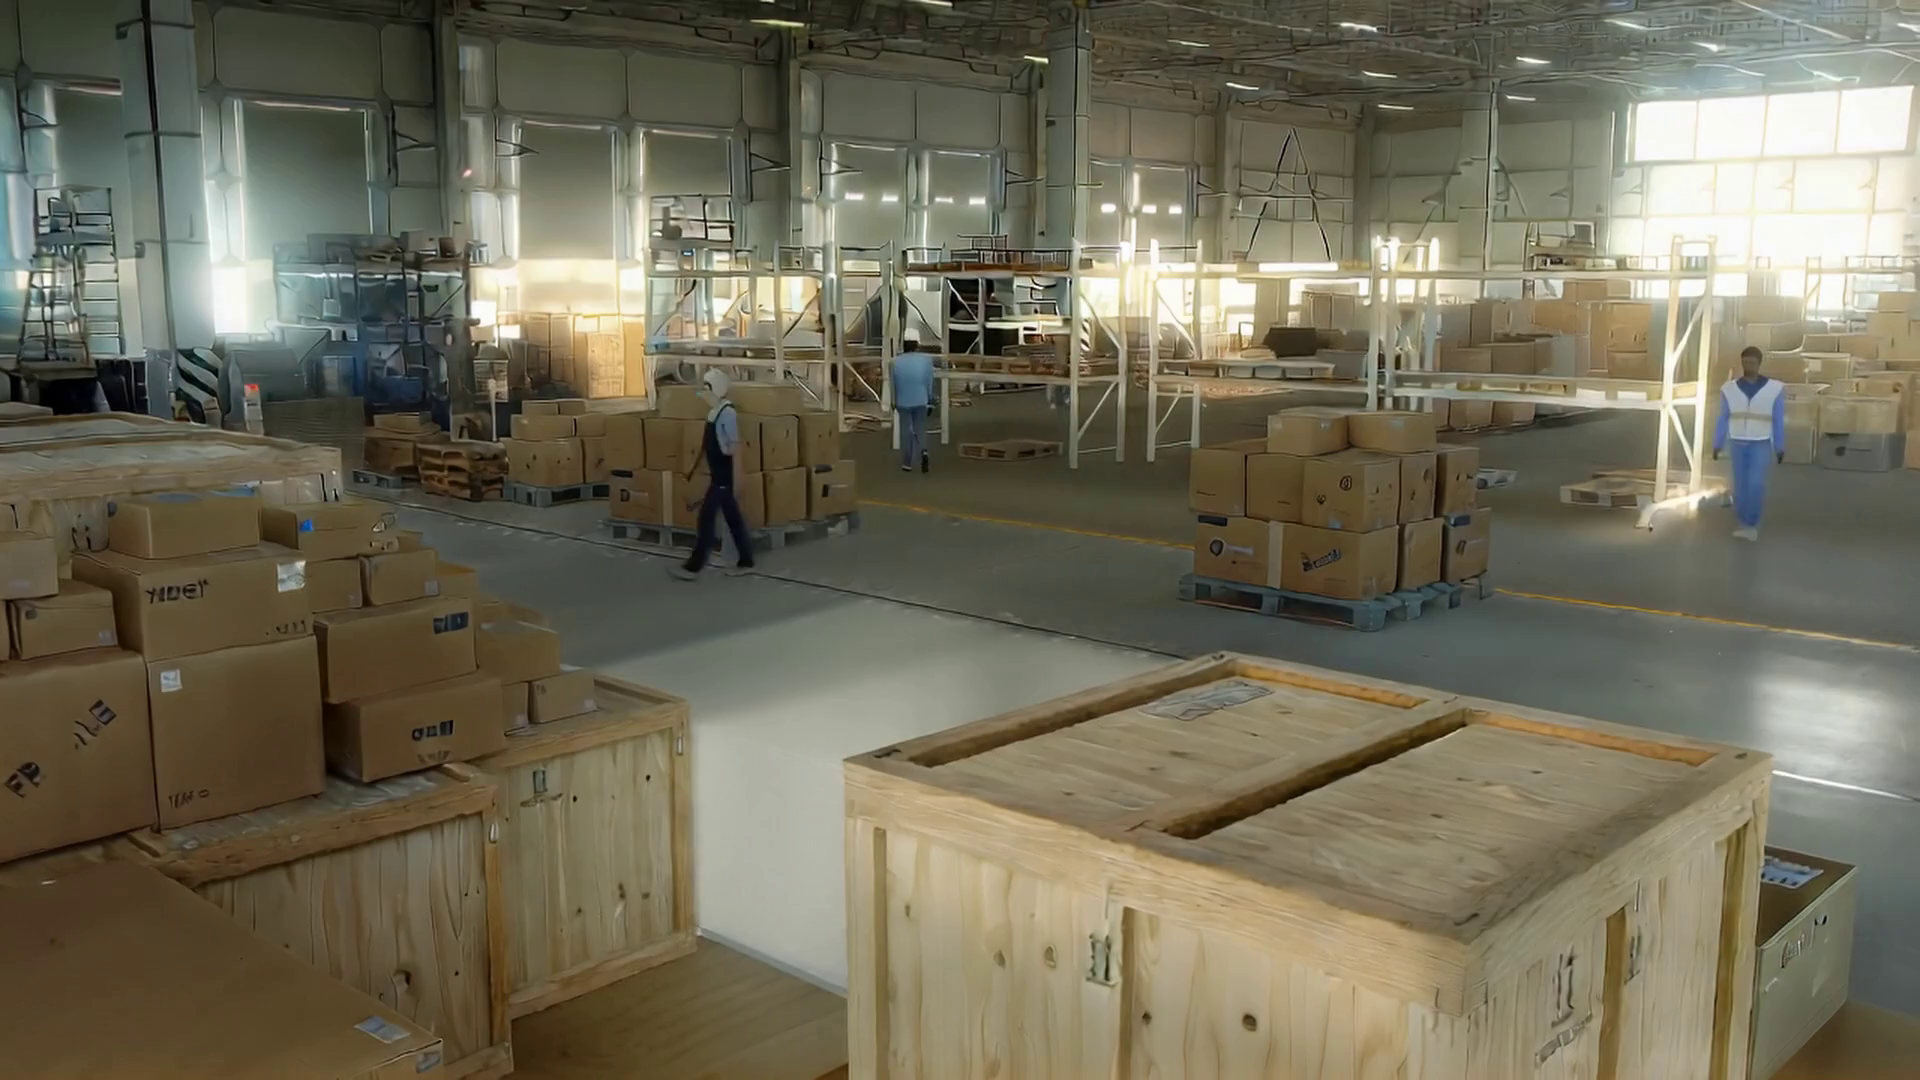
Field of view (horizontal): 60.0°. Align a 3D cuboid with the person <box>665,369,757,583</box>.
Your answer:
[{"bbox_3d":[-2.147,-0.540,14.131,0.903,1.804,0.511,-4,10,-21],"label":"person"}]

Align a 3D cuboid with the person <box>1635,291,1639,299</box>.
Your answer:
[{"bbox_3d":[22.811,-7.437,56.118,0.806,1.902,0.649,1,9,6],"label":"person"}]

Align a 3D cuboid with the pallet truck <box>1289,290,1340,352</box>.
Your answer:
[{"bbox_3d":[11.297,-6.951,52.861,1.885,1.965,0.823,-5,11,-29],"label":"pallet truck"}]

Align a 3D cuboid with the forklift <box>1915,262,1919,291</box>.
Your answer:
[{"bbox_3d":[22.912,-5.186,39.344,1.129,2.768,1.873,-5,10,-26],"label":"forklift"}]

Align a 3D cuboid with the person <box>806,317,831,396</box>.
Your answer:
[{"bbox_3d":[-2.990,-3.865,35.014,0.529,1.651,0.908,2,9,10],"label":"person"}]

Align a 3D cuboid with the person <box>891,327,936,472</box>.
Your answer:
[{"bbox_3d":[-0.593,-1.794,21.546,0.591,1.907,0.713,-3,10,-15],"label":"person"}]

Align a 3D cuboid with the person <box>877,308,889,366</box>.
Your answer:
[{"bbox_3d":[-2.042,-5.356,44.212,0.313,1.634,0.515,1,9,4],"label":"person"}]

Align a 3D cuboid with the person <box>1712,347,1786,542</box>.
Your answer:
[{"bbox_3d":[7.687,-0.932,16.256,0.639,1.890,0.739,7,12,38],"label":"person"}]

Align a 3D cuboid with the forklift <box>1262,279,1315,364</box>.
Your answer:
[{"bbox_3d":[8.557,-6.090,44.881,1.873,2.768,1.129,9,13,43],"label":"forklift"}]

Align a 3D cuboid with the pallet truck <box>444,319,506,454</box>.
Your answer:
[{"bbox_3d":[-6.981,-1.942,22.150,1.885,1.965,0.823,1,9,9],"label":"pallet truck"}]

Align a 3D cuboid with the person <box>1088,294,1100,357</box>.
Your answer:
[{"bbox_3d":[4.017,-6.507,50.428,0.435,1.913,0.552,-1,9,-8],"label":"person"}]

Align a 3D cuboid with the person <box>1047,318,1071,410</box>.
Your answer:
[{"bbox_3d":[1.883,-3.330,31.461,0.485,1.739,0.320,-2,9,-11],"label":"person"}]
